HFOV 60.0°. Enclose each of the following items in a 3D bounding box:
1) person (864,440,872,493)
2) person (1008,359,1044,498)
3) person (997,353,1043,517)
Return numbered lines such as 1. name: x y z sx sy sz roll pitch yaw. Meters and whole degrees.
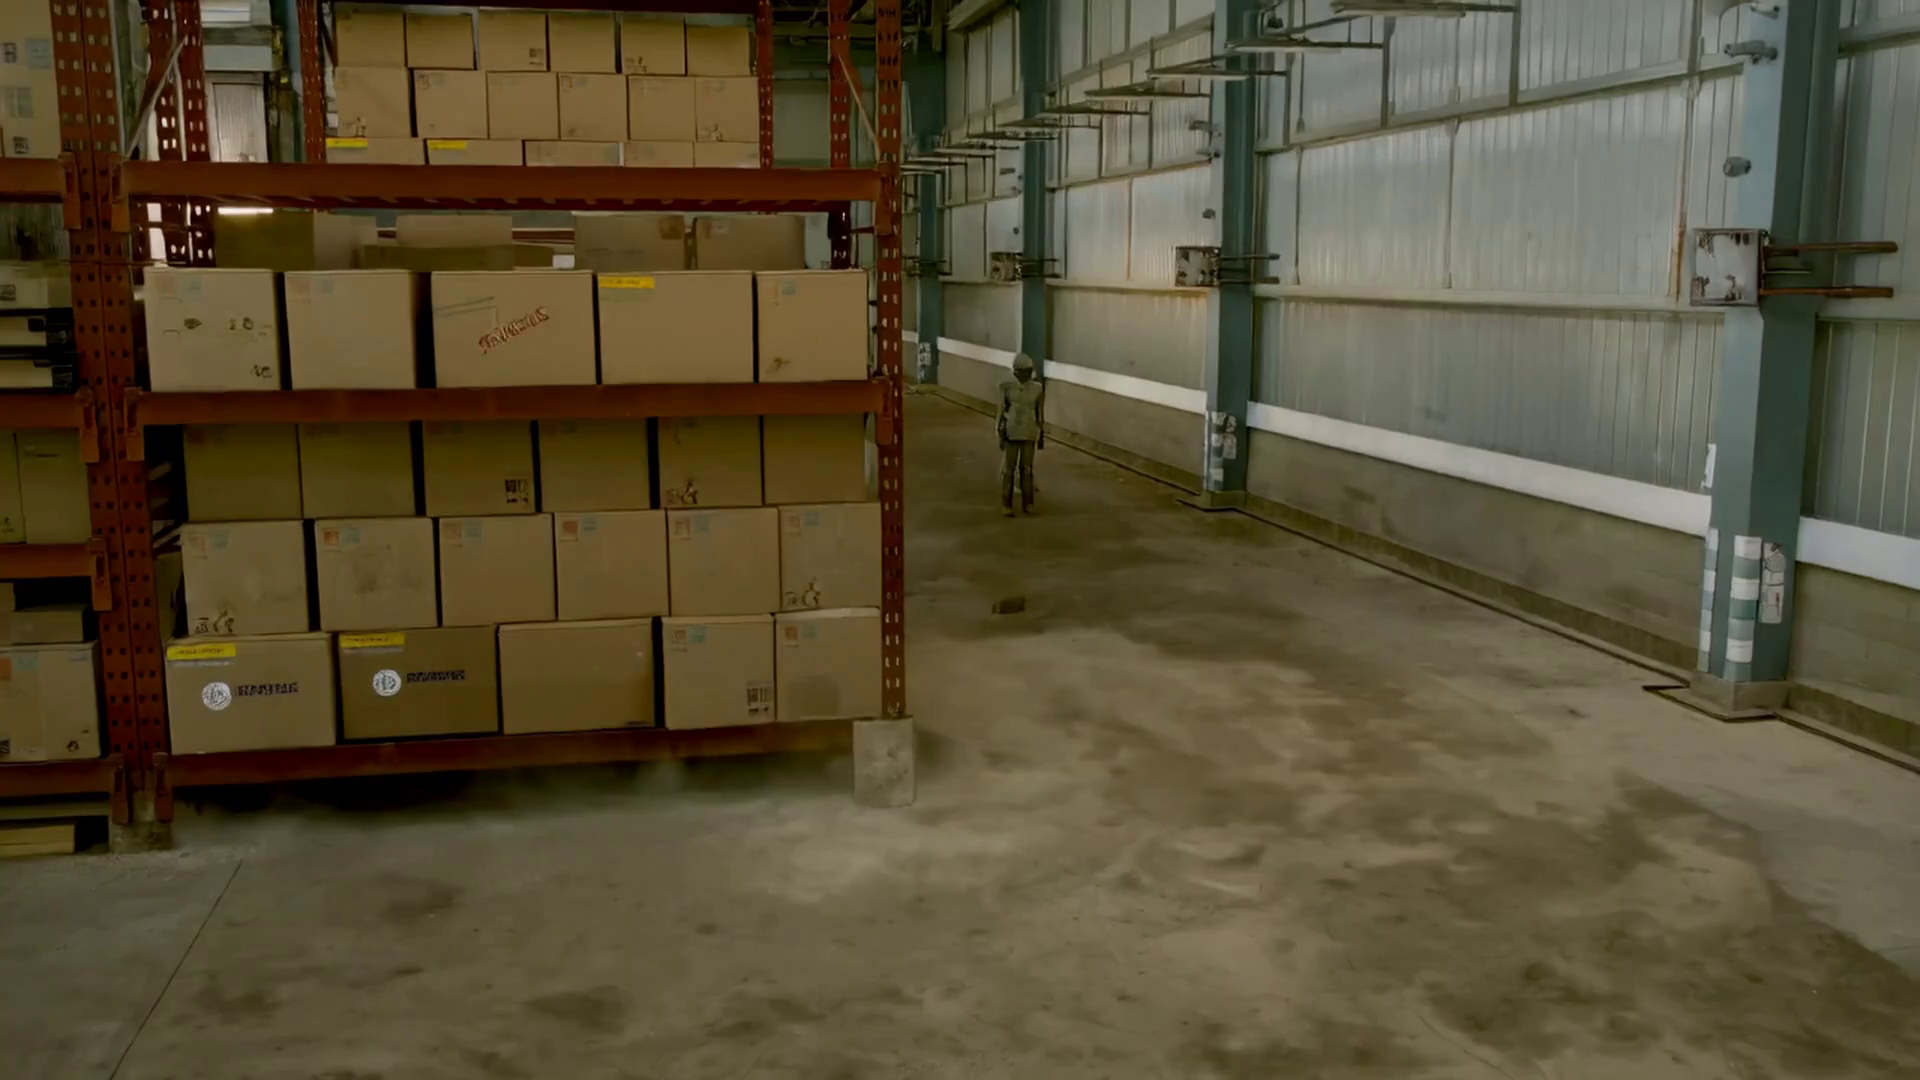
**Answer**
1. person: -1.093 -0.419 15.876 0.543 1.716 0.909 -2 10 -14
2. person: 0.872 -1.478 21.968 0.621 1.845 0.429 -8 12 -40
3. person: 0.736 -1.274 20.261 0.611 1.995 0.375 -4 10 -25
